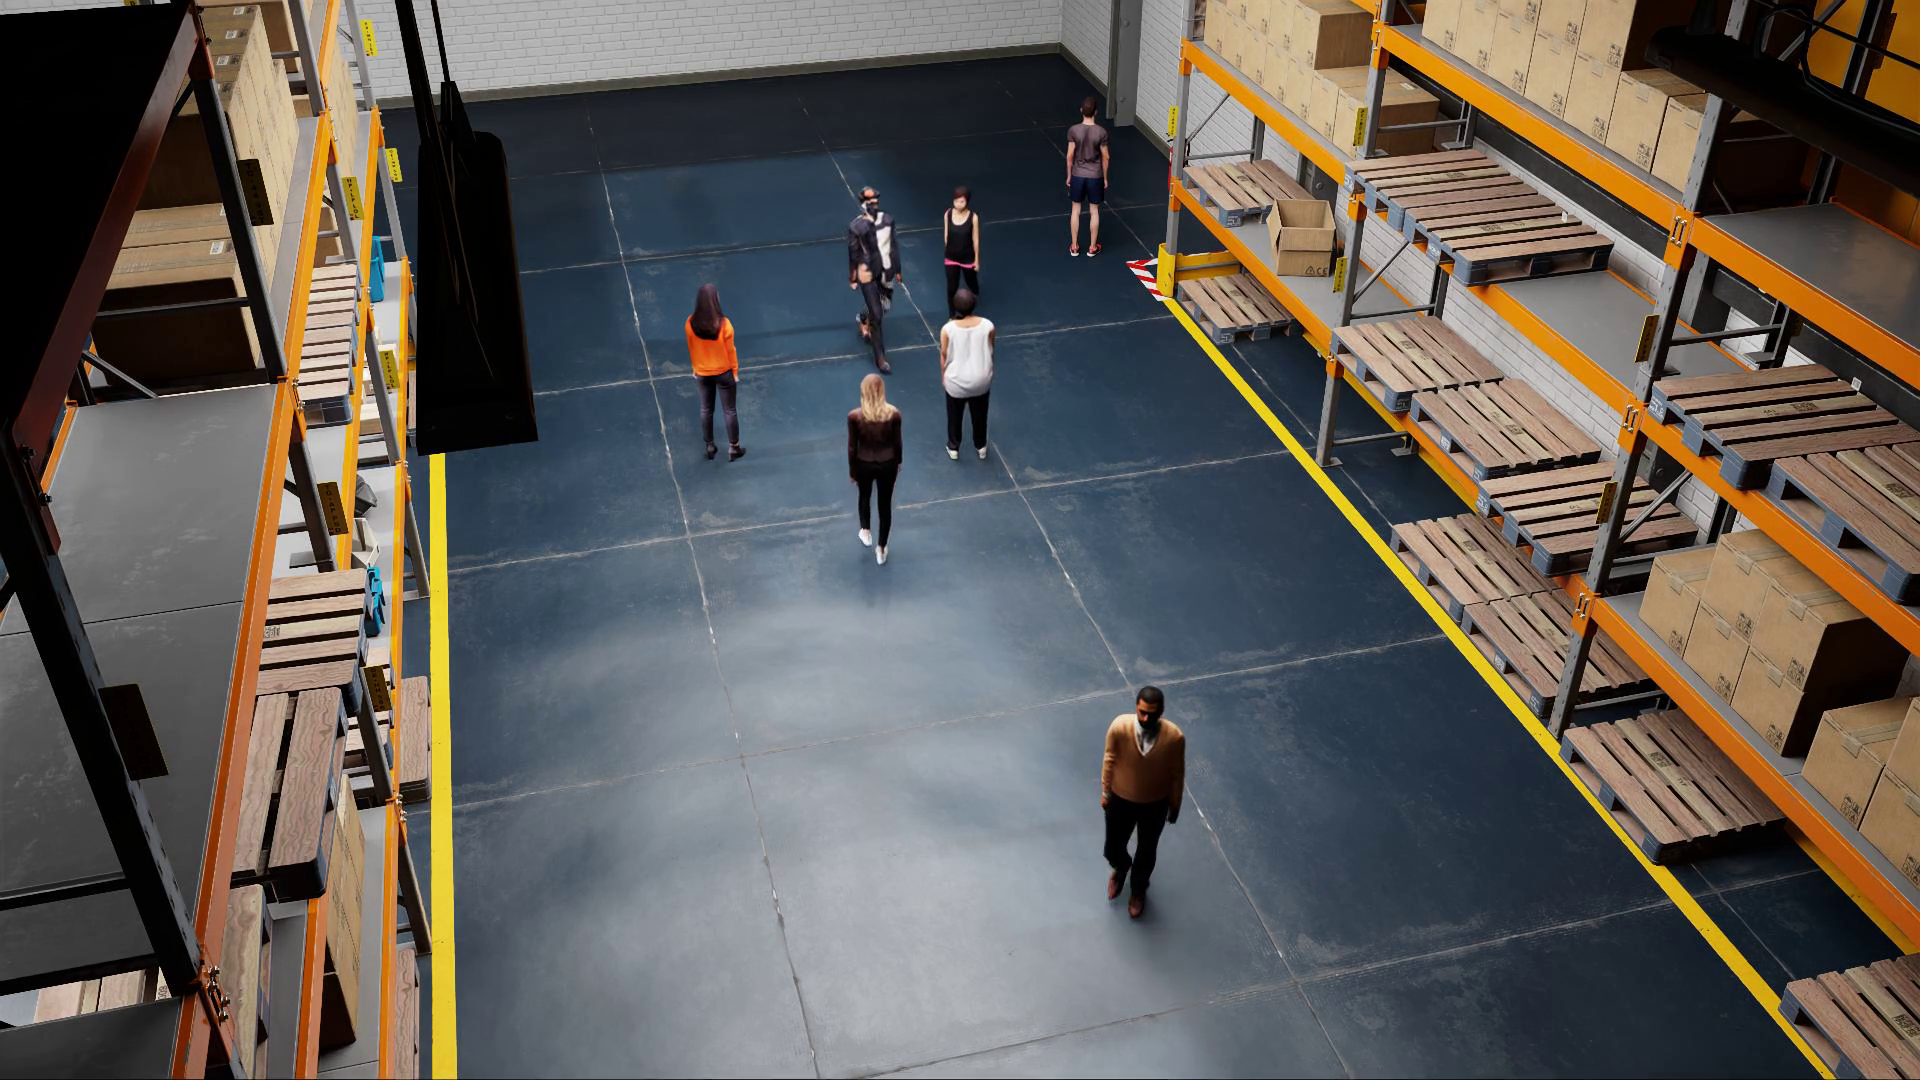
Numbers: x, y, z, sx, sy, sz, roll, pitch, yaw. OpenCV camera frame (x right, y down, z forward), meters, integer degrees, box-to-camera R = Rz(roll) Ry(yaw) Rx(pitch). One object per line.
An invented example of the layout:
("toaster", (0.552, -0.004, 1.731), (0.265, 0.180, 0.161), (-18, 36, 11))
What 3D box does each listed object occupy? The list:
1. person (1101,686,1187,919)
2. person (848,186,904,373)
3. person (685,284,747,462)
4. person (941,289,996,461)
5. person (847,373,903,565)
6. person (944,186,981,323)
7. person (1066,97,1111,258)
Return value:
("person", (1.142, 1.574, 10.496), (0.775, 1.750, 0.781), (7, 34, 10))
("person", (-0.886, -2.698, 16.820), (0.915, 1.864, 1.234), (-20, 38, -27))
("person", (-2.231, -1.518, 15.149), (0.705, 1.750, 0.714), (8, 34, 12))
("person", (0.069, -1.514, 15.198), (0.687, 1.686, 0.656), (-4, 34, -5))
("person", (-0.693, -0.545, 13.744), (0.684, 1.684, 0.778), (-1, 34, -2))
("person", (0.039, -3.036, 17.636), (0.866, 1.523, 1.080), (7, 34, 11))
("person", (1.450, -4.139, 18.998), (0.720, 1.853, 0.699), (6, 34, 8))
